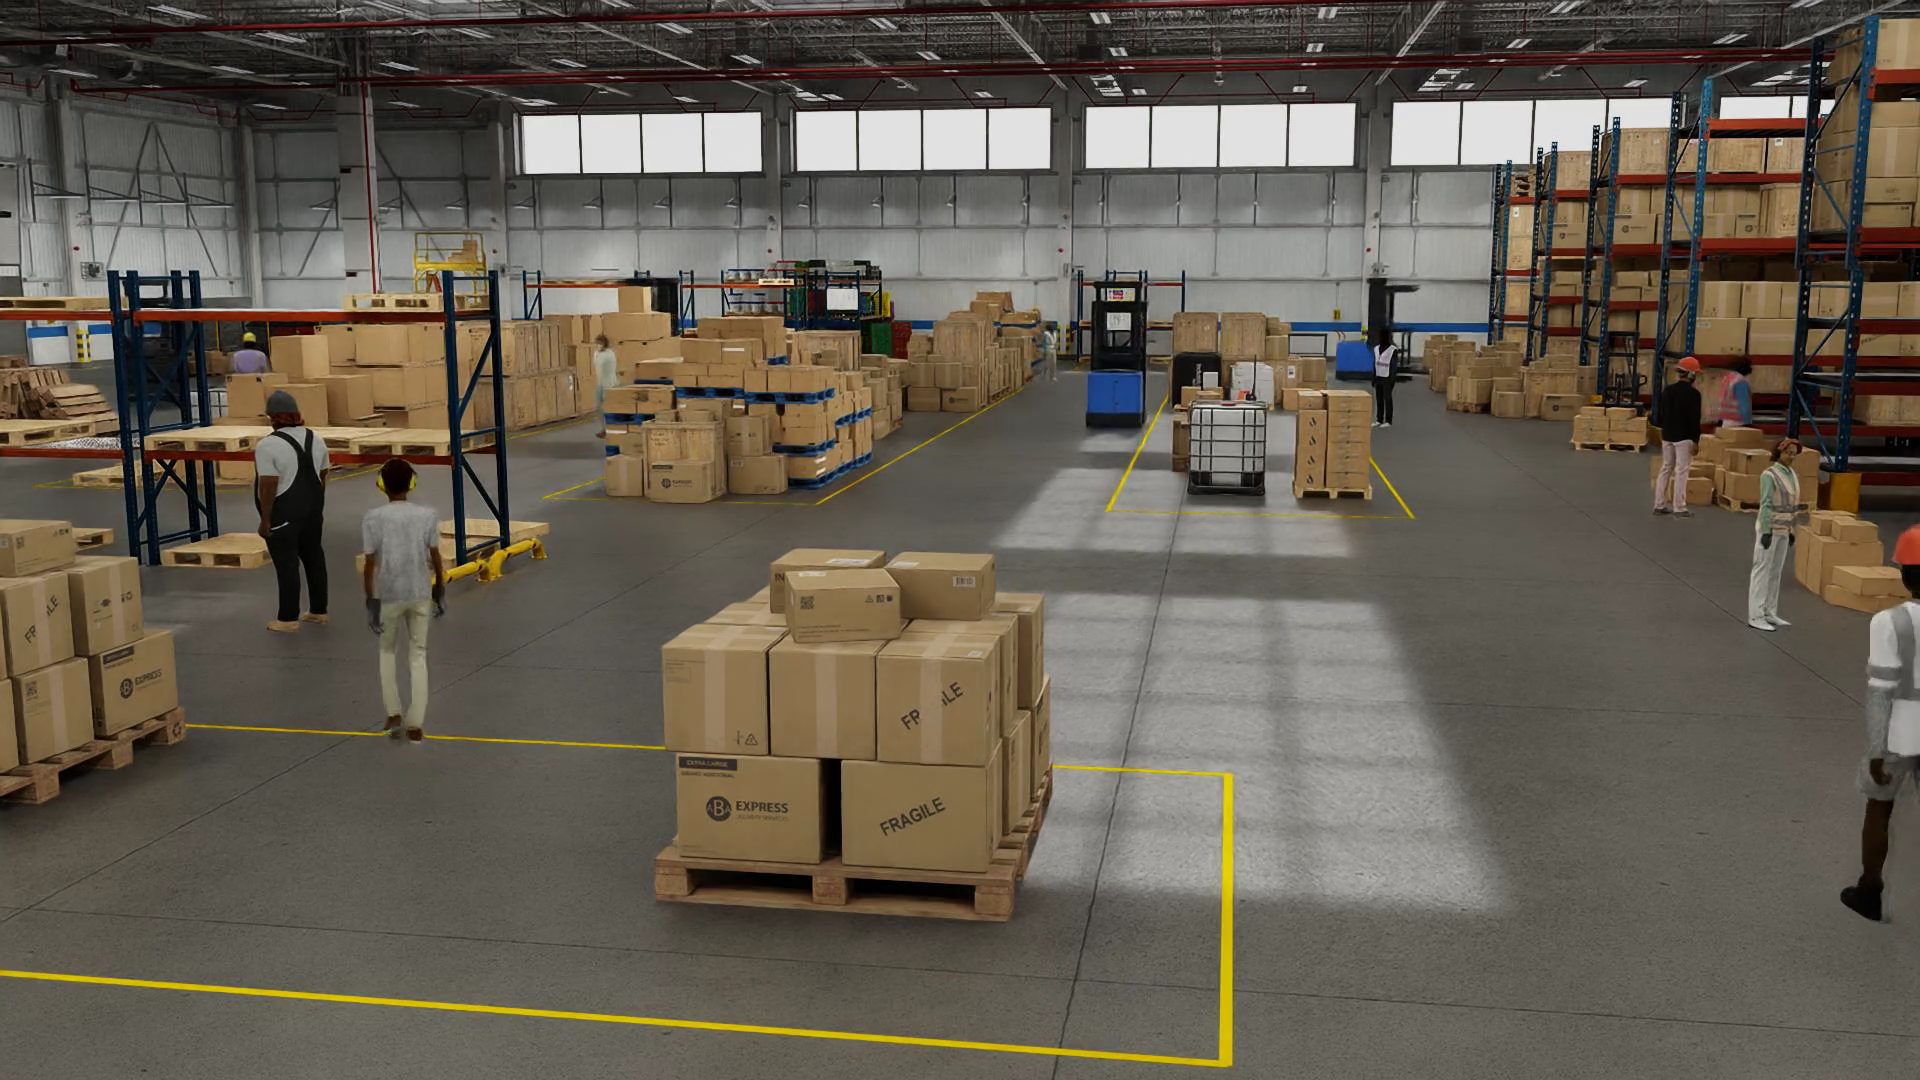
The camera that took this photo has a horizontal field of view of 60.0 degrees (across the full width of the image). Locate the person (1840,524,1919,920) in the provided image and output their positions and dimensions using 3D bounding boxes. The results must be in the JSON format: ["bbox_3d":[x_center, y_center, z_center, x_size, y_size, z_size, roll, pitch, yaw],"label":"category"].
[{"bbox_3d":[4.342,0.886,7.463,0.549,1.910,0.858,0,9,3],"label":"person"}]

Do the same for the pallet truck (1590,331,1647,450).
[{"bbox_3d":[11.253,-2.573,28.499,0.823,1.965,1.885,5,10,27],"label":"pallet truck"}]

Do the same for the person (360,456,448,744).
[{"bbox_3d":[-3.582,0.378,10.756,0.522,1.851,0.585,-4,10,-22],"label":"person"}]

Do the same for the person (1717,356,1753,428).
[{"bbox_3d":[11.264,-1.739,23.946,0.953,1.796,0.658,2,9,10],"label":"person"}]

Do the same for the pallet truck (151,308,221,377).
[{"bbox_3d":[-21.869,-5.598,47.154,0.823,1.965,1.885,4,10,26],"label":"pallet truck"}]

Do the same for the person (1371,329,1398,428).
[{"bbox_3d":[8.221,-3.126,32.186,0.397,1.911,0.587,-5,11,-29],"label":"person"}]

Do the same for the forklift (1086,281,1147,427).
[{"bbox_3d":[3.066,-3.650,32.425,1.129,2.768,1.873,1,9,9],"label":"forklift"}]

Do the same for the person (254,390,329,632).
[{"bbox_3d":[-5.687,-0.251,14.046,0.536,2.000,0.683,4,10,26],"label":"person"}]

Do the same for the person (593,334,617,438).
[{"bbox_3d":[-6.338,-2.753,29.903,0.647,1.896,0.572,9,13,44],"label":"person"}]

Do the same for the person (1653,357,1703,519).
[{"bbox_3d":[8.859,-1.252,20.412,0.411,1.985,0.609,-3,10,-19],"label":"person"}]

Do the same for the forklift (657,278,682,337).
[{"bbox_3d":[-7.900,-5.736,45.288,1.873,2.768,1.129,1,9,9],"label":"forklift"}]

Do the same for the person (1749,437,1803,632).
[{"bbox_3d":[6.911,-0.056,14.088,0.515,1.636,0.314,-7,12,-38],"label":"person"}]

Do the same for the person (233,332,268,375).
[{"bbox_3d":[-13.124,-2.895,30.782,0.586,1.908,0.630,-2,9,-10],"label":"person"}]

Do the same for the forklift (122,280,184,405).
[{"bbox_3d":[-18.314,-4.495,37.635,1.129,2.768,1.873,-3,10,-18],"label":"forklift"}]

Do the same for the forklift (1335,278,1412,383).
[{"bbox_3d":[11.247,-5.698,45.059,1.873,2.768,1.129,4,10,25],"label":"forklift"}]

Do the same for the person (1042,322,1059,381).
[{"bbox_3d":[2.474,-5.151,45.524,0.593,1.625,0.395,-8,12,-41],"label":"person"}]

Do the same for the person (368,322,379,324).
[{"bbox_3d":[-13.914,-4.280,39.285,0.779,1.918,0.633,-3,10,-18],"label":"person"}]
